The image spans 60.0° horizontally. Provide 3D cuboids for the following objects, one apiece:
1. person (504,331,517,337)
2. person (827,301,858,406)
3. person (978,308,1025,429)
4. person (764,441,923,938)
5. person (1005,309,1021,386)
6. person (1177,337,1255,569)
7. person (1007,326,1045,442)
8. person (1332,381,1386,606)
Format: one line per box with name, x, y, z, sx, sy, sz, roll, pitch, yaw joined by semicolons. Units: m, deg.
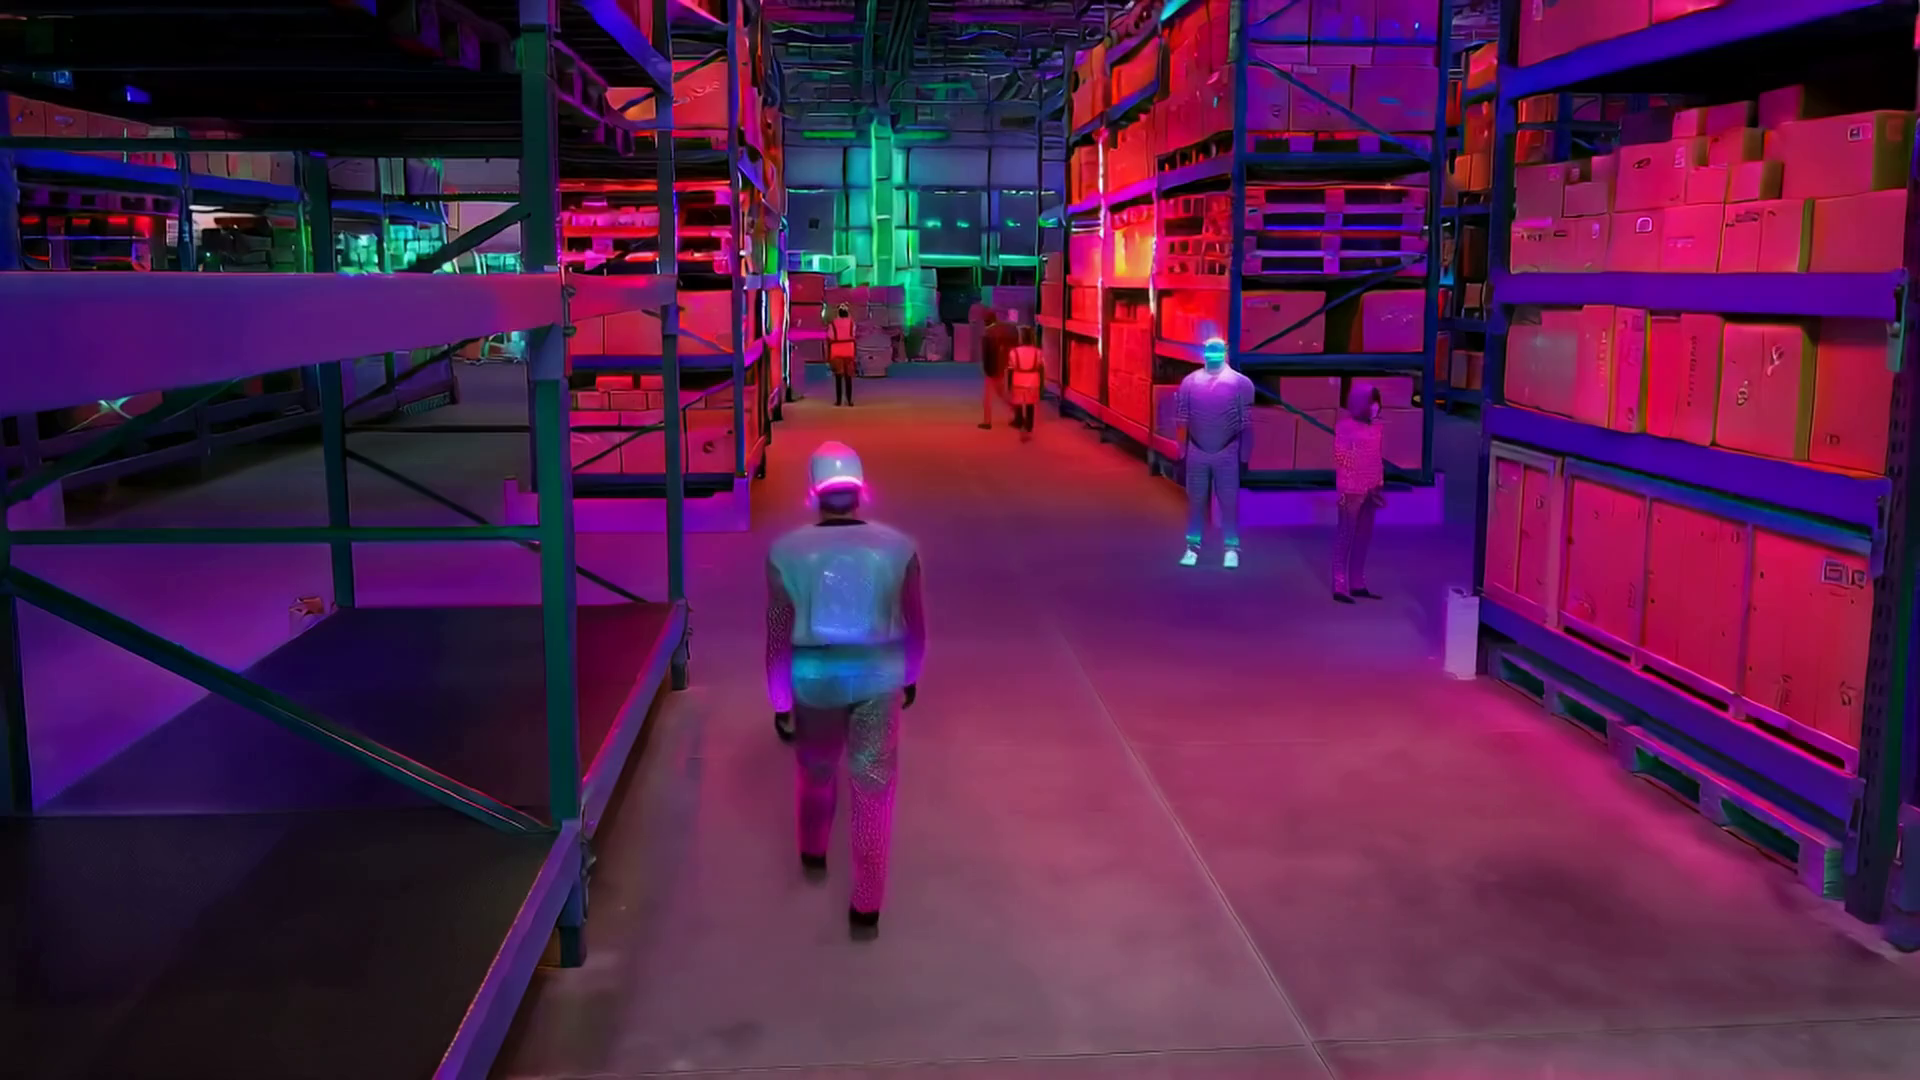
person;-17.457;-8.755;64.441;0.804;1.819;0.631;5;10;30
person;-2.150;-3.415;30.525;0.552;1.935;0.366;0;9;-2
person;0.636;-2.657;25.902;0.751;1.902;0.638;8;12;42
person;-0.437;0.518;6.305;0.594;1.786;0.913;-1;9;-6
person;1.246;-4.195;36.258;0.819;1.655;0.553;-7;11;-36
person;2.086;-0.711;13.675;0.646;1.899;0.396;4;10;23
person;0.958;-2.225;23.859;0.547;1.679;0.565;-1;9;-4
person;2.927;-0.341;12.166;0.503;1.636;0.277;-7;11;-38
